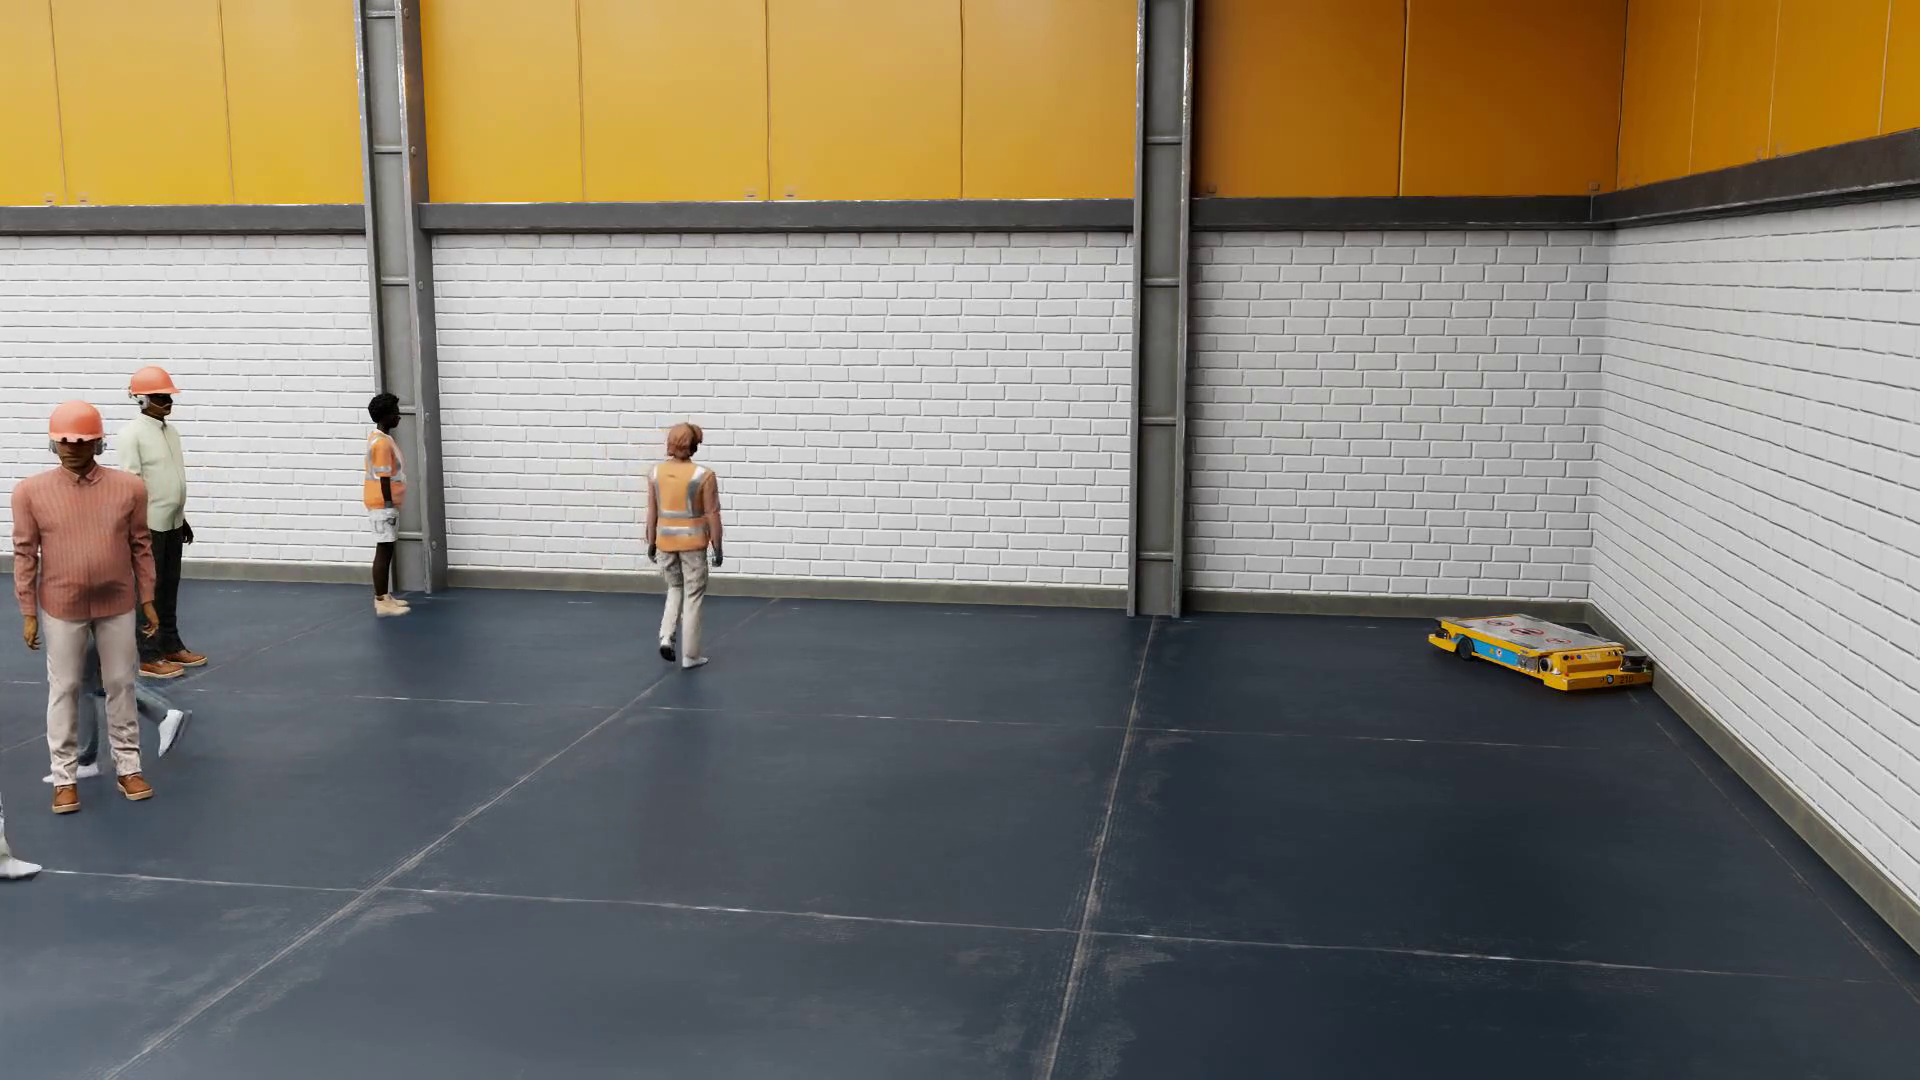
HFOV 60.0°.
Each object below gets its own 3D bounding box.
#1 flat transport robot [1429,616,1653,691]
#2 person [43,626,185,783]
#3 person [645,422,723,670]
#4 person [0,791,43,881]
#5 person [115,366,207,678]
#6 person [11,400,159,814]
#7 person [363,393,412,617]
[{"bbox_3d":[3.776,0.710,10.911,0.652,0.197,1.431,-3,10,-19],"label":"flat transport robot"},{"bbox_3d":[-4.397,0.429,8.545,0.608,1.613,0.507,-5,10,-27],"label":"person"},{"bbox_3d":[-1.788,0.041,10.866,0.536,1.624,0.375,4,10,21],"label":"person"},{"bbox_3d":[-4.251,0.667,7.040,0.666,1.617,0.528,-7,11,-35],"label":"person"},{"bbox_3d":[-5.165,-0.122,10.739,0.378,1.996,0.611,0,9,2],"label":"person"},{"bbox_3d":[-4.215,0.314,8.061,0.616,1.990,0.393,-7,12,-37],"label":"person"},{"bbox_3d":[-4.345,-0.268,12.591,0.321,1.690,0.529,-3,10,-17],"label":"person"}]
